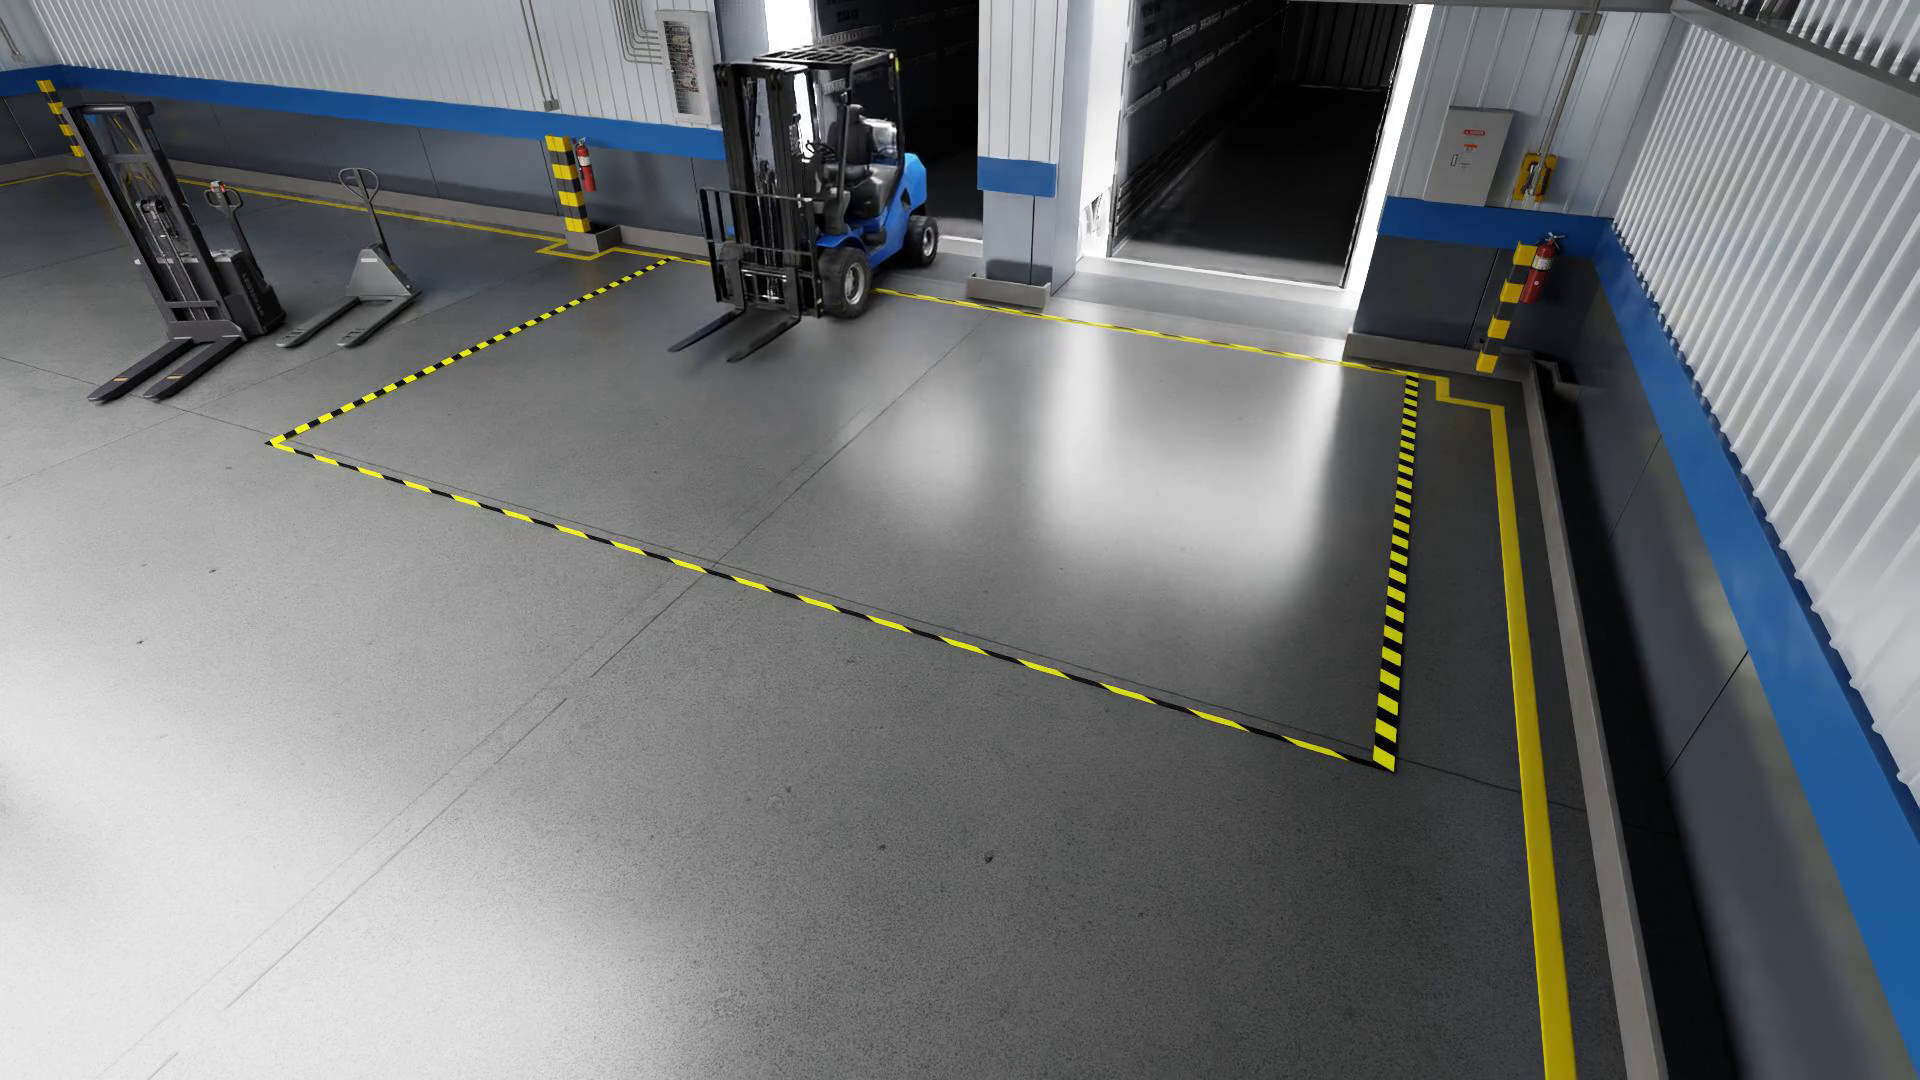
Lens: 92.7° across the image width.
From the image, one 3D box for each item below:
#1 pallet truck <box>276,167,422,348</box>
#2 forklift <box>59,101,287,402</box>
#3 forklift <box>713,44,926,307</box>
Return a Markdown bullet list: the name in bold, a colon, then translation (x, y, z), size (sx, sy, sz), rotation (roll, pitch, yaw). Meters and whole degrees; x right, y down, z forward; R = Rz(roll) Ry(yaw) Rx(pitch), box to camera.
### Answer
- **pallet truck**: translation (-5.732, -2.611, 8.414), size (0.680, 1.201, 1.601), rotation (-1, 35, -1)
- **forklift**: translation (-6.686, -2.387, 7.434), size (0.823, 1.965, 1.885), rotation (-3, 35, -5)
- **forklift**: translation (-1.278, -3.637, 8.901), size (1.157, 2.036, 2.680), rotation (13, 37, 18)
